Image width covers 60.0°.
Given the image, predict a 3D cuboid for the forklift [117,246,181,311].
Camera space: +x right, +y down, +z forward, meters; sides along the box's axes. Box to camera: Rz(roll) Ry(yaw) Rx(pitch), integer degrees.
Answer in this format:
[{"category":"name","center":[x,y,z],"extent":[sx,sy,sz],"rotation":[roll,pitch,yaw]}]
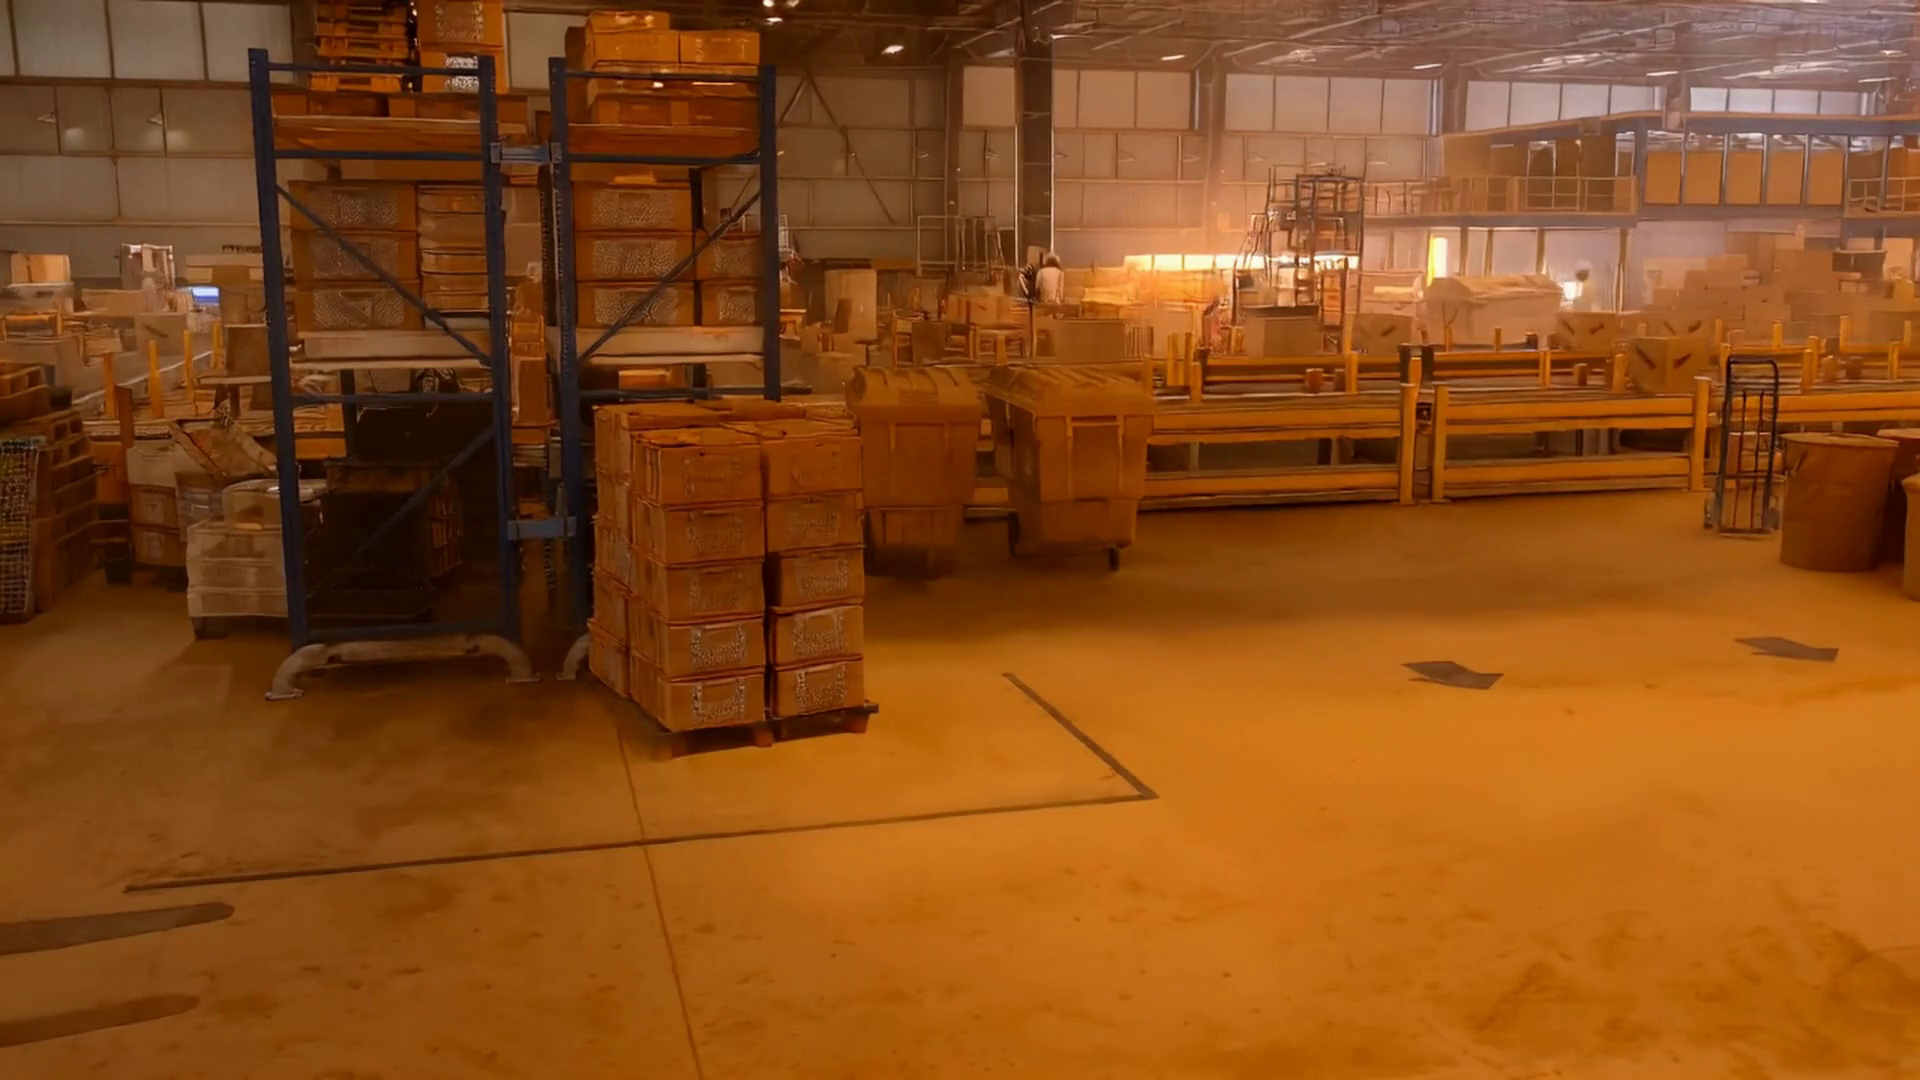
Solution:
[{"category":"forklift","center":[-19.966,-6.232,40.894],"extent":[1.157,1.987,2.680],"rotation":[-3,10,-15]}]

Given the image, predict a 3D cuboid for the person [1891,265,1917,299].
[{"category":"person","center":[15.728,-3.708,28.006],"extent":[0.633,1.809,0.464],"rotation":[3,10,16]}]

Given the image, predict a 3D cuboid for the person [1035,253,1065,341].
[{"category":"person","center":[1.900,-5.023,35.018],"extent":[0.639,2.013,1.000],"rotation":[0,10,-2]}]

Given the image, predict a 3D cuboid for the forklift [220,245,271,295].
[{"category":"forklift","center":[-17.749,-6.334,41.440],"extent":[1.157,1.987,2.680],"rotation":[-3,10,-17]}]

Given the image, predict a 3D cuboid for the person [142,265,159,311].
[{"category":"person","center":[-16.566,-4.741,33.997],"extent":[0.534,1.746,0.479],"rotation":[9,13,41]}]

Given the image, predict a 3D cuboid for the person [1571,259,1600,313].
[{"category":"person","center":[10.145,-3.605,27.085],"extent":[0.426,1.919,0.563],"rotation":[-3,11,-18]}]

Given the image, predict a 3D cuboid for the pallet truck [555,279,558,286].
[{"category":"pallet truck","center":[-10.604,-6.375,44.520],"extent":[0.653,1.274,1.630],"rotation":[-3,10,-15]}]

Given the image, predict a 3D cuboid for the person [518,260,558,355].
[{"category":"person","center":[-6.683,-3.464,26.318],"extent":[0.643,1.912,0.407],"rotation":[1,10,4]}]
